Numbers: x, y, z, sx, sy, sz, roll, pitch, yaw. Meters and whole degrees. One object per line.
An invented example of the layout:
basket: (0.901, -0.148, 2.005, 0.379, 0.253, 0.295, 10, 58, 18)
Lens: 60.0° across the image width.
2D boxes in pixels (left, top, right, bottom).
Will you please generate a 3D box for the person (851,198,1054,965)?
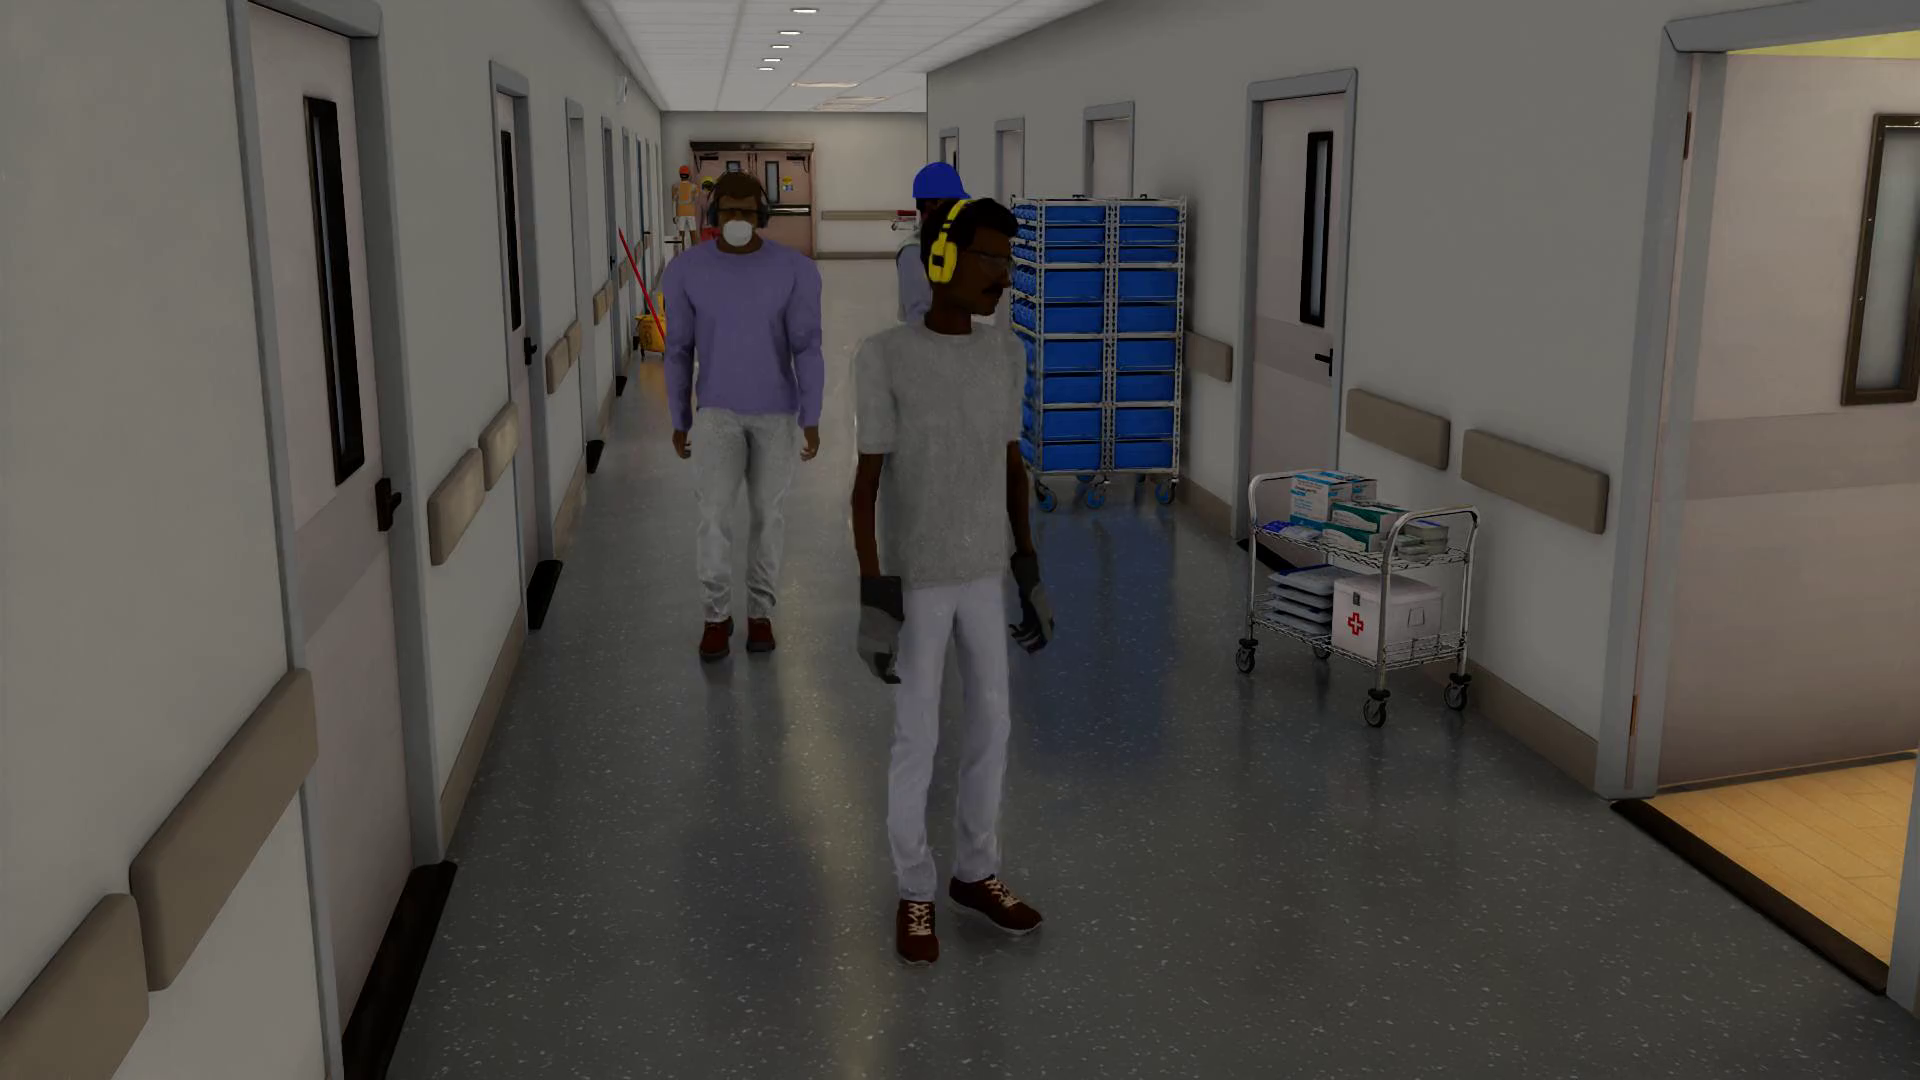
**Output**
person: (-0.028, 0.113, 4.082, 0.565, 1.852, 0.326, -8, 15, -32)

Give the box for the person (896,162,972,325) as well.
person: (-0.129, -0.896, 8.336, 0.388, 1.948, 0.605, 3, 13, 12)

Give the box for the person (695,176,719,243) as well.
person: (-4.205, -5.217, 27.954, 0.526, 1.760, 0.337, -7, 14, -27)

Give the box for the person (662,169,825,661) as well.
person: (-0.840, -0.470, 6.510, 0.621, 1.911, 0.605, -2, 13, -8)

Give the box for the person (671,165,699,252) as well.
person: (-5.554, -6.594, 33.666, 0.548, 1.937, 0.379, -2, 13, -11)
